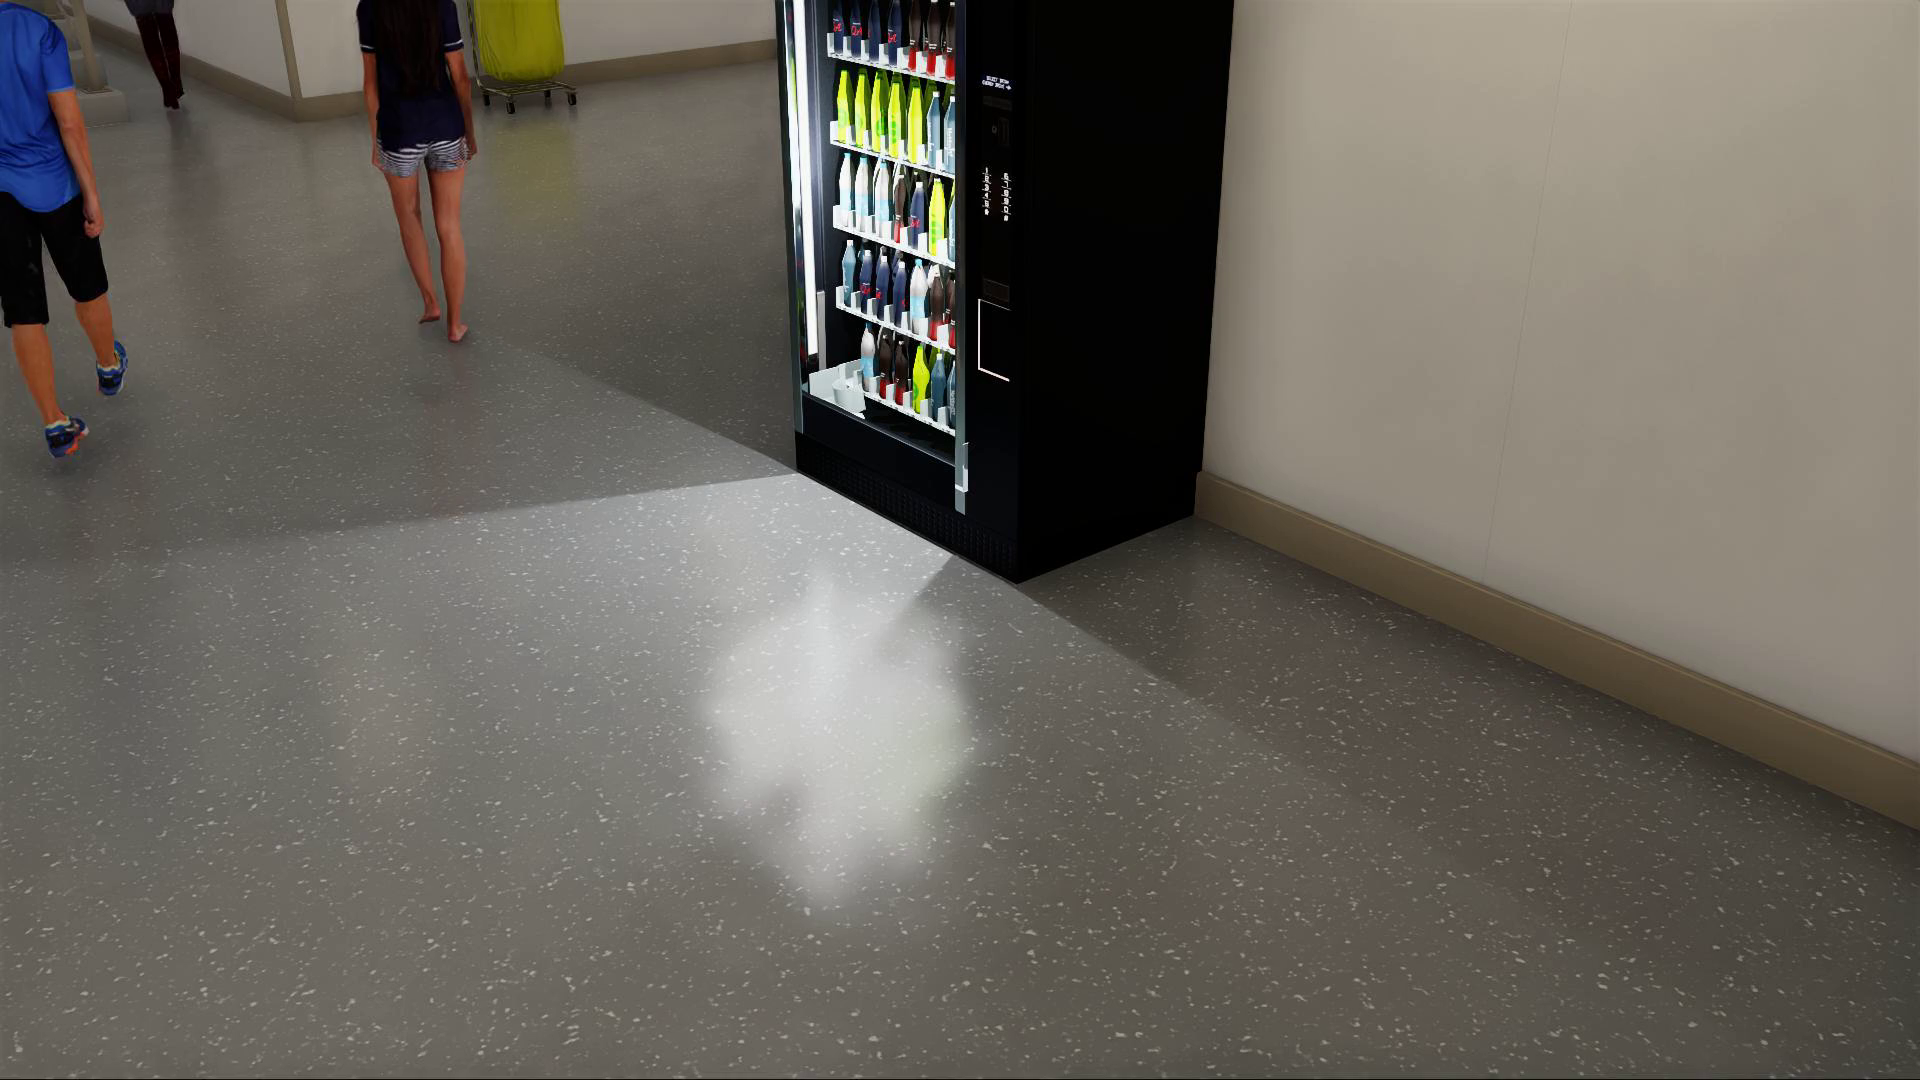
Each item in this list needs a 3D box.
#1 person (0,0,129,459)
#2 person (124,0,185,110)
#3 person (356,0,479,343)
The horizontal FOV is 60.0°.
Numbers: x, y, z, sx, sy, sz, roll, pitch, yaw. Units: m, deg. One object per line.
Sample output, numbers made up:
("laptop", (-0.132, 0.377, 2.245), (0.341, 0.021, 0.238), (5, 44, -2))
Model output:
("person", (-3.336, -1.181, 5.922), (0.952, 1.813, 1.294), (-8, 27, -16))
("person", (-5.686, -3.873, 11.643), (0.632, 1.693, 0.739), (-17, 30, -31))
("person", (-2.259, -1.660, 6.985), (0.693, 1.753, 0.721), (-8, 27, -16))
